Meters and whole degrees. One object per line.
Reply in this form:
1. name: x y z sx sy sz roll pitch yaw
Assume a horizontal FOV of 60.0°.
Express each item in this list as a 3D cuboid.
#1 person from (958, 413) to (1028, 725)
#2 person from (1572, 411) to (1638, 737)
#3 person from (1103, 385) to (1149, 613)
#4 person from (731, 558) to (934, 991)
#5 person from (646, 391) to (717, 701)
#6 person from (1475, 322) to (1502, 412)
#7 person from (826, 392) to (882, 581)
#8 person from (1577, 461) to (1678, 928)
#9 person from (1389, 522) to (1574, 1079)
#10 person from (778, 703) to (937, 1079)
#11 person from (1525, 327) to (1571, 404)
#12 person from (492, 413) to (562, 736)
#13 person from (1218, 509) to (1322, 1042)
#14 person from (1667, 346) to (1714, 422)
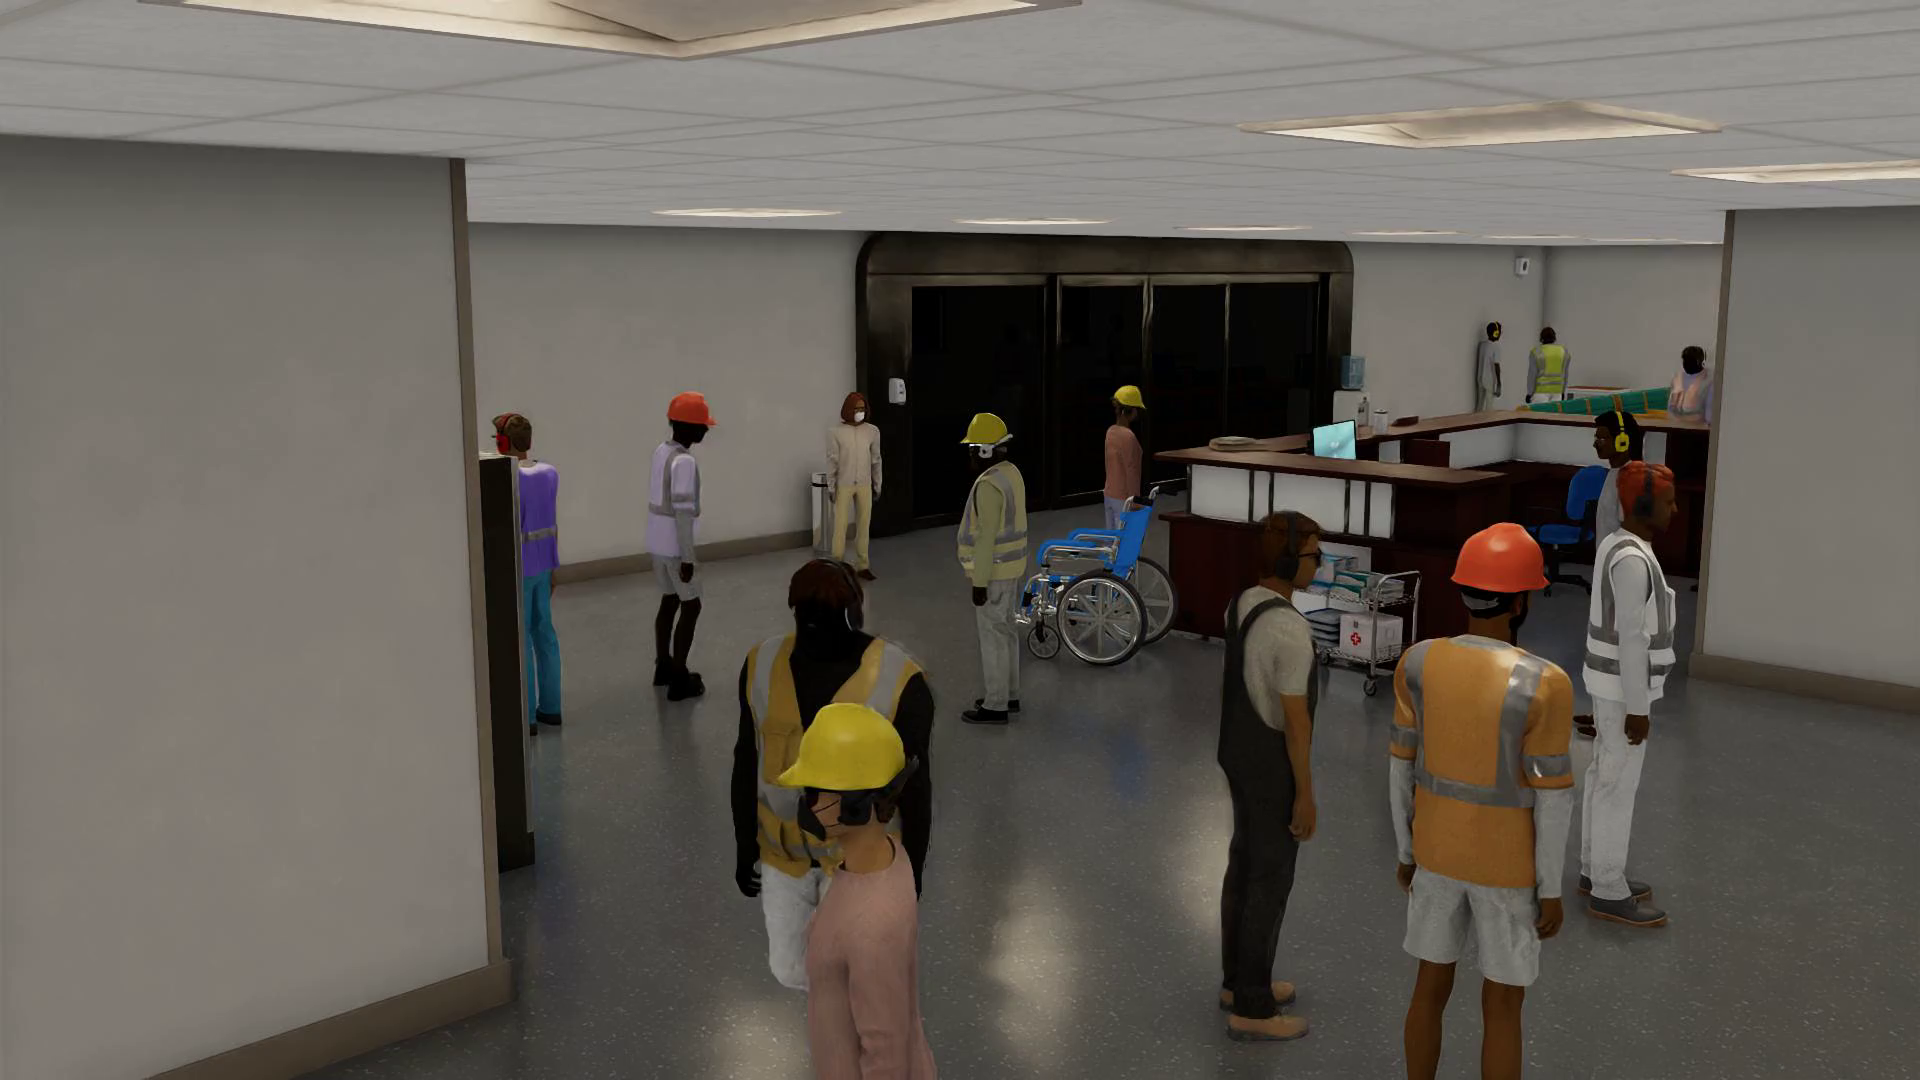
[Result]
1. person: 0.187 0.166 9.761 0.403 1.824 0.597 3 10 15
2. person: 3.725 0.194 9.476 0.326 1.862 0.508 2 10 14
3. person: 1.278 -0.317 12.902 0.313 1.767 0.523 -3 10 -15
4. person: -0.374 0.926 5.139 0.619 1.815 0.751 3 10 19
5. person: -1.734 0.023 10.377 0.432 1.917 0.605 -5 11 -28
6. person: 7.991 -2.362 25.170 0.341 1.860 0.518 -4 10 -23
7. person: -0.896 -0.444 14.116 0.504 1.627 0.285 -5 10 -26
8. person: 2.739 0.619 6.810 0.356 1.879 0.573 2 10 14
9. person: 1.513 0.911 4.833 0.377 1.938 0.547 -9 13 -43
10. person: -0.209 1.209 3.531 0.328 1.769 0.526 -1 9 -4
11. person: 8.313 -2.098 23.600 0.621 1.840 0.430 -2 9 -10
12. person: -2.484 0.198 9.489 0.374 1.843 0.573 4 10 24
13. person: 1.074 0.807 5.776 0.356 1.844 0.519 -3 10 -16
14. person: 7.909 -1.195 18.134 0.700 1.821 0.630 -7 11 -35
